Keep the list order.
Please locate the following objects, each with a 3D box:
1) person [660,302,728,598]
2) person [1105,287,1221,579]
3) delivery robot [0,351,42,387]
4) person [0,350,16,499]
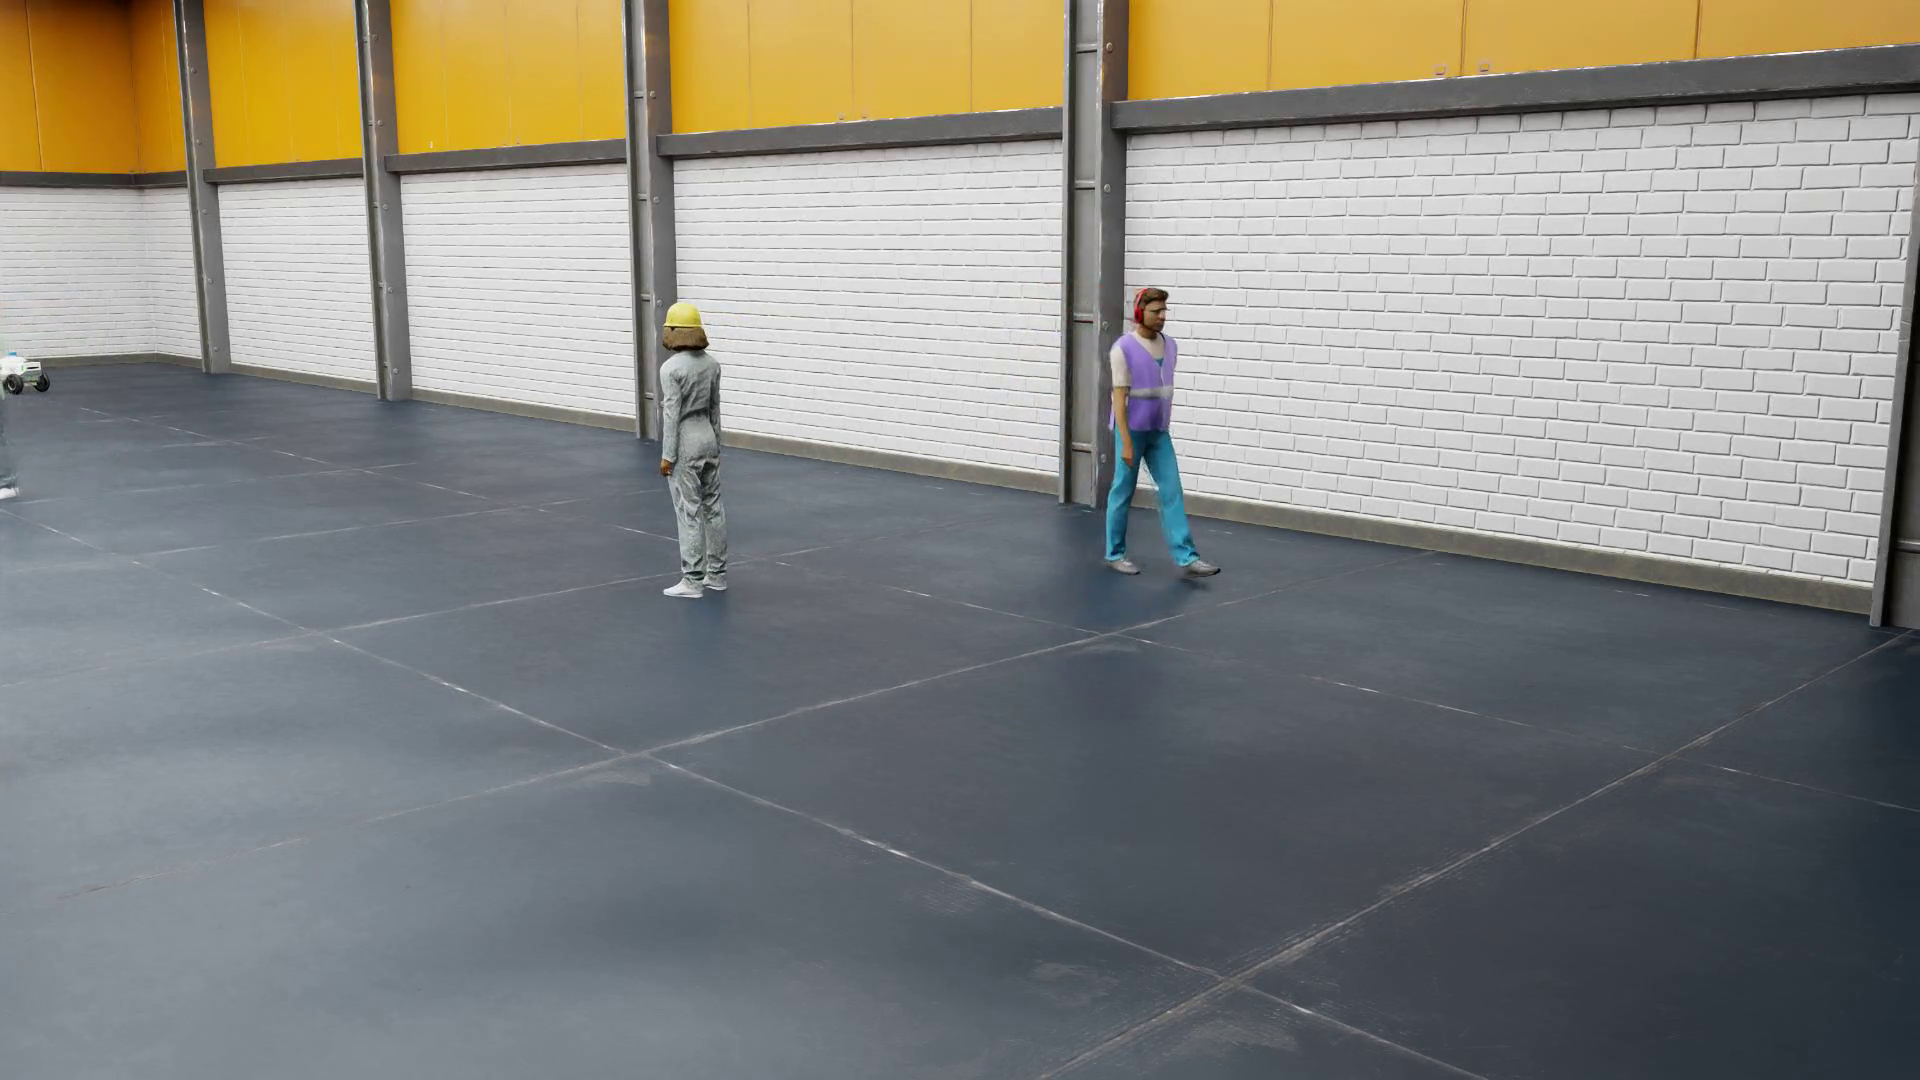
[{"bbox_3d":[-1.608,-0.532,9.859,0.321,1.742,0.492,6,12,30],"label":"person"},{"bbox_3d":[1.213,-0.635,10.240,0.587,1.801,0.919,-9,14,-40],"label":"person"},{"bbox_3d":[-12.842,-2.316,22.574,0.707,0.478,0.477,4,11,21],"label":"delivery robot"},{"bbox_3d":[-7.881,-1.109,13.364,0.499,1.615,0.473,3,11,17],"label":"person"}]
